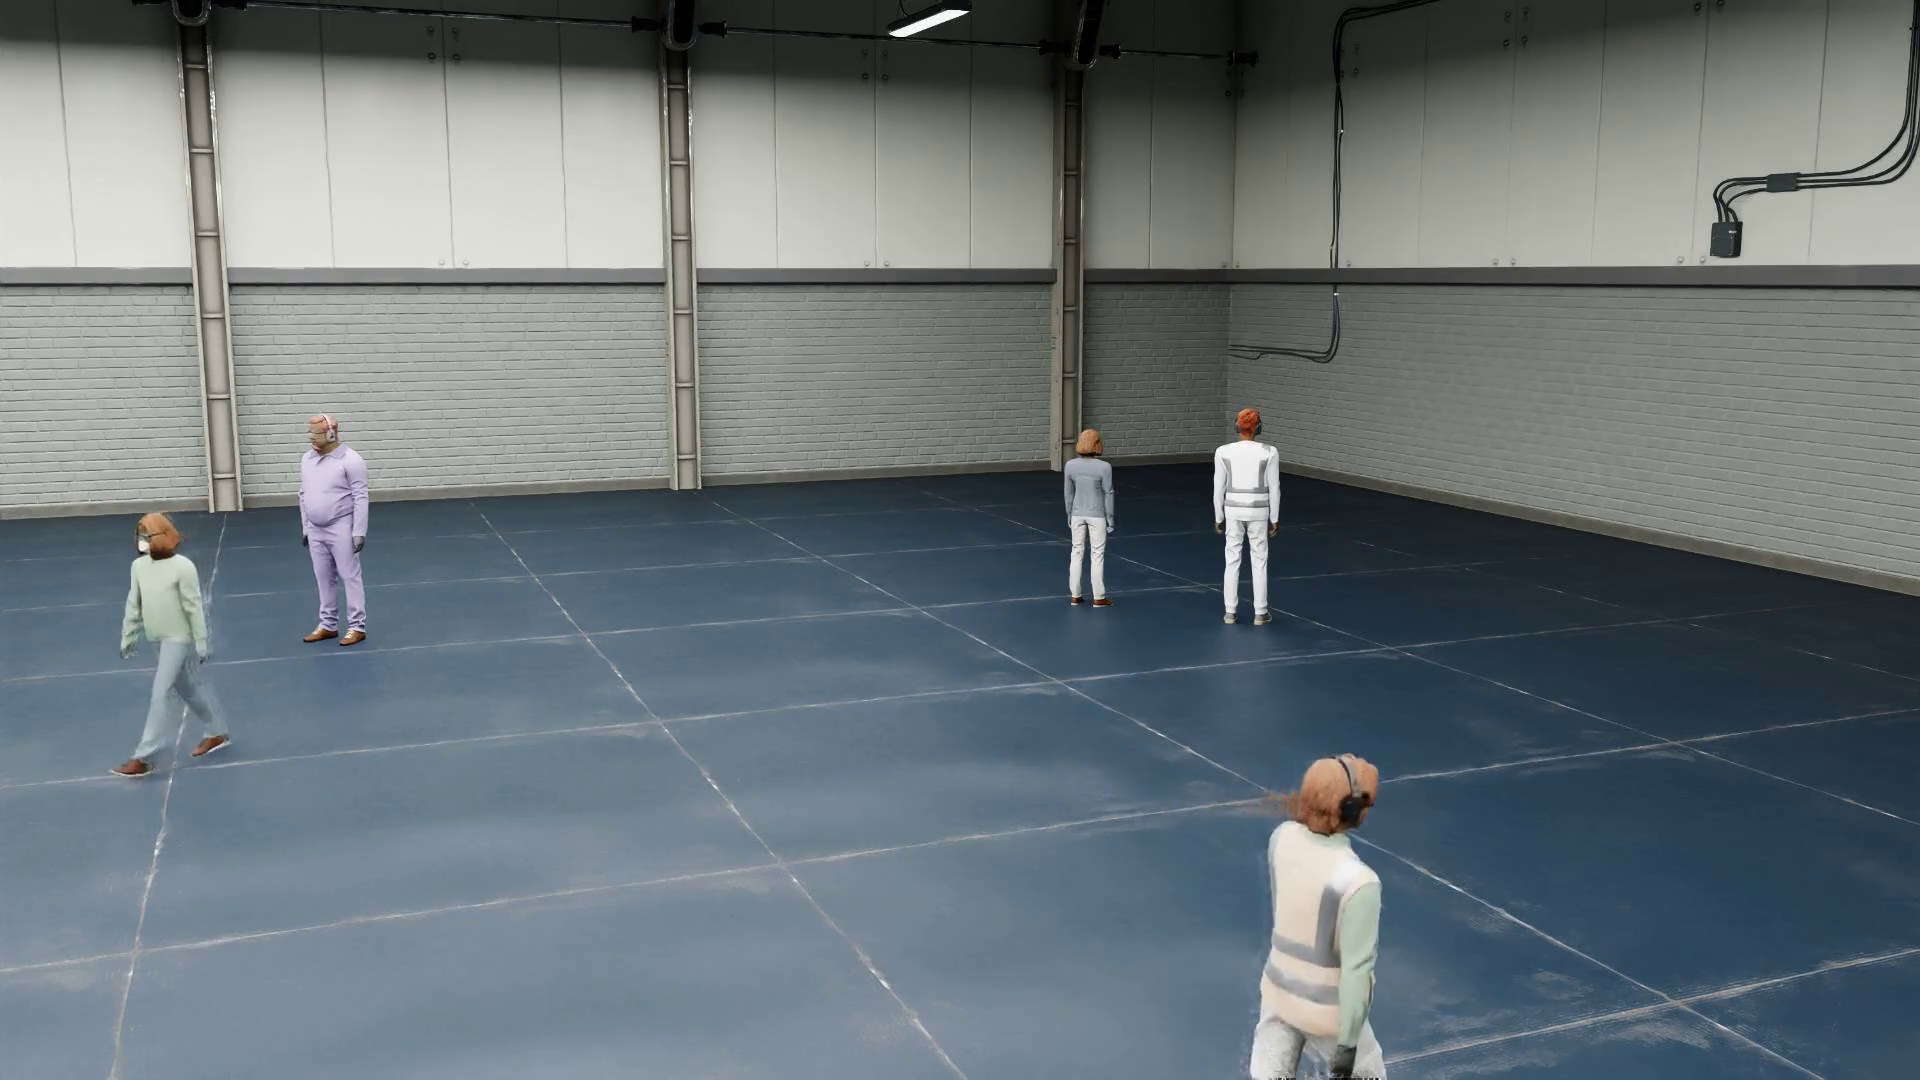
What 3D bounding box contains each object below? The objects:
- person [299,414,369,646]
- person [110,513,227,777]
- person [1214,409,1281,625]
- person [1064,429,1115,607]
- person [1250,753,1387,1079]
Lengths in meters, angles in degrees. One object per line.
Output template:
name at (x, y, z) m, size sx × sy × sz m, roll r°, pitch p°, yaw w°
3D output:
person at (-5.165, -0.082, 13.658) m, size 0.645 × 1.905 × 0.400 m, roll 4°, pitch 10°, yaw 23°
person at (-4.901, 0.621, 10.229) m, size 0.524 × 1.584 × 0.873 m, roll 5°, pitch 10°, yaw 27°
person at (2.493, -0.199, 14.458) m, size 0.573 × 1.883 × 0.353 m, roll 3°, pitch 9°, yaw 17°
person at (1.190, -0.199, 15.235) m, size 0.501 × 1.636 × 0.280 m, roll 6°, pitch 11°, yaw 31°
person at (1.098, 1.433, 5.116) m, size 0.845 × 1.599 × 0.513 m, roll -5°, pitch 10°, yaw -29°
